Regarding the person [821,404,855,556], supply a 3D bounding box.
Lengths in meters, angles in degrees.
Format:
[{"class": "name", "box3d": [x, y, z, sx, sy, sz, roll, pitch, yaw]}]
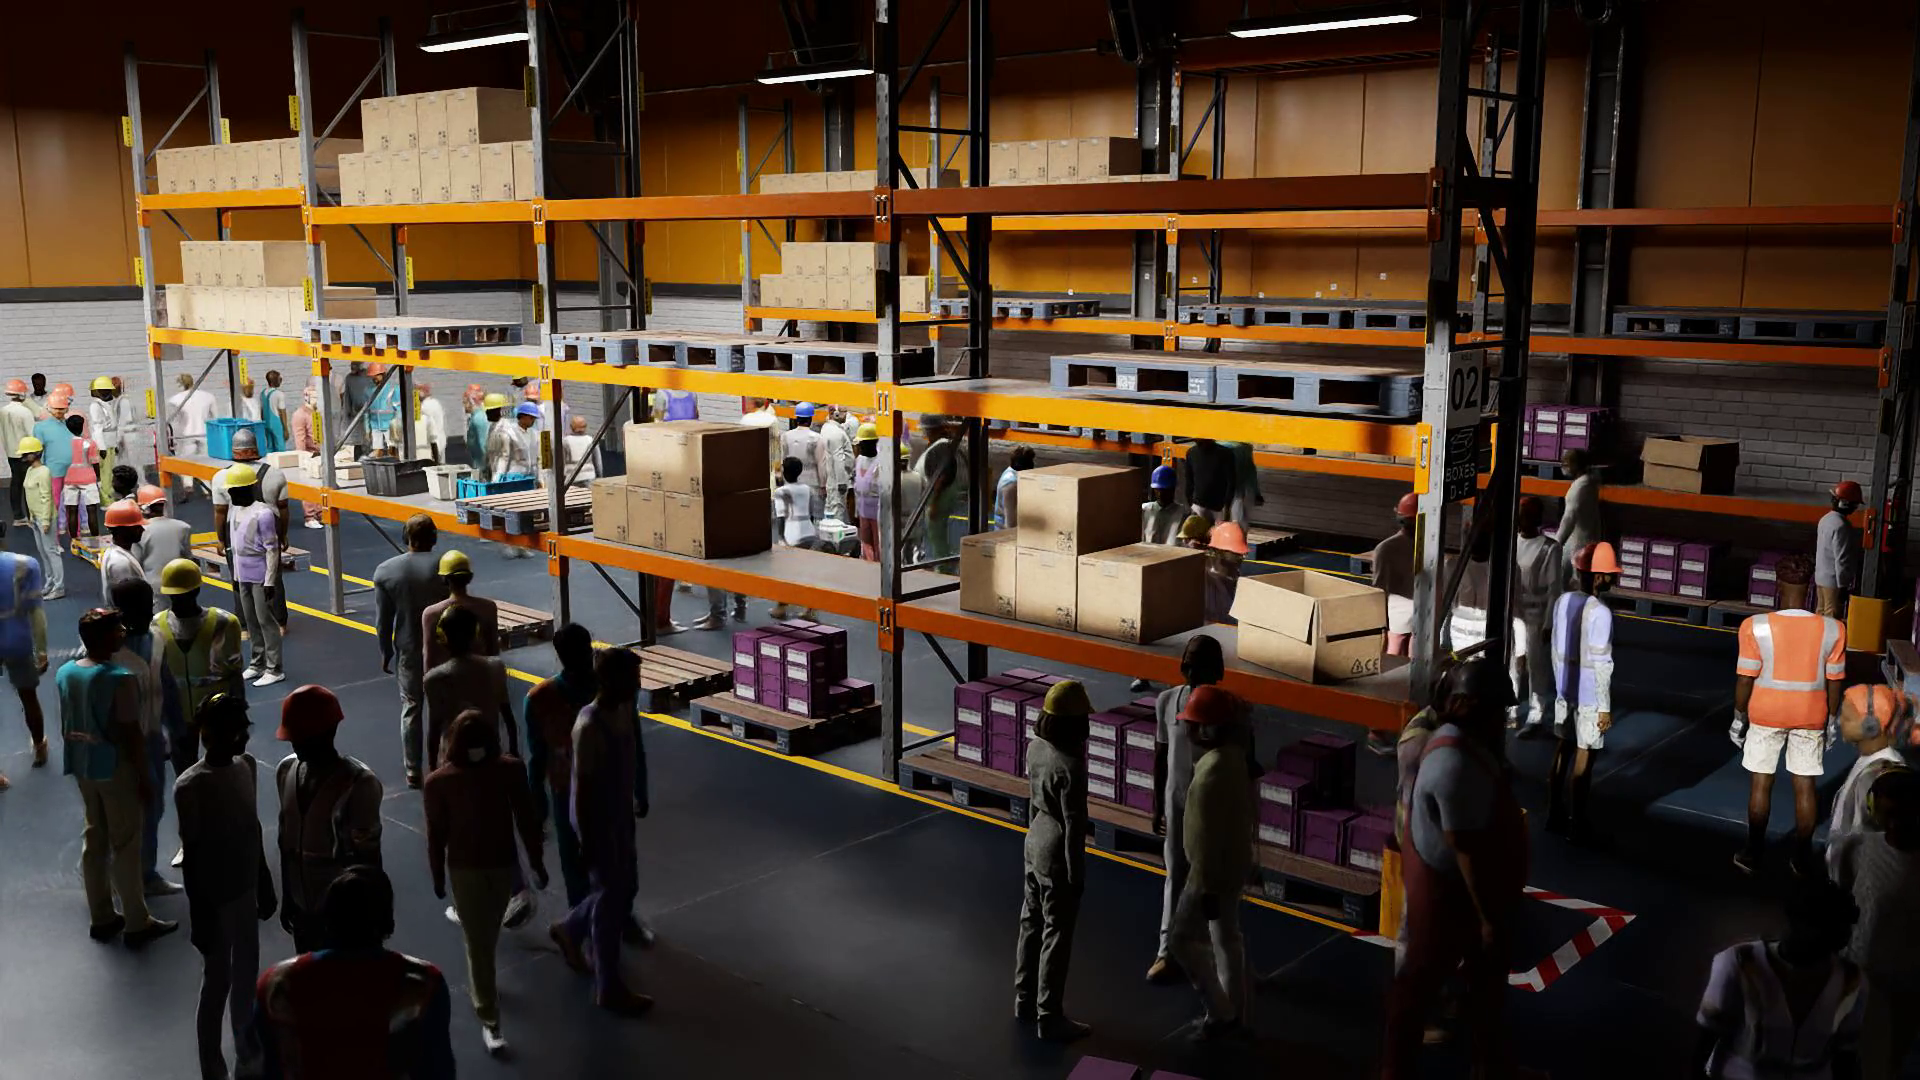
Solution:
[{"class": "person", "box3d": [-1.488, -0.761, 20.374, 0.407, 1.908, 0.641, -3, 10, -16]}]

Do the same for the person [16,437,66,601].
[{"class": "person", "box3d": [-9.843, -0.230, 17.792, 0.525, 1.760, 0.340, 10, 14, 44]}]

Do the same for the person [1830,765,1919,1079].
[{"class": "person", "box3d": [3.664, 1.746, 6.512, 0.547, 1.820, 0.953, 4, 11, 21]}]

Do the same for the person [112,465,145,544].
[{"class": "person", "box3d": [-7.957, 0.122, 15.972, 0.317, 1.696, 0.538, -4, 11, -22]}]

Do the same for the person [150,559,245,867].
[{"class": "person", "box3d": [-4.647, 1.050, 10.119, 0.582, 1.919, 0.392, -2, 10, -10]}]

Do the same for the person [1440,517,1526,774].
[{"class": "person", "box3d": [3.722, 0.742, 11.967, 0.679, 1.877, 0.365, 6, 12, 30]}]

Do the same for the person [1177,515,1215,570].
[{"class": "person", "box3d": [1.776, 0.689, 12.574, 0.312, 1.768, 0.522, -2, 10, -12]}]

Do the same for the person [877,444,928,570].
[{"class": "person", "box3d": [-0.594, -0.077, 16.769, 0.593, 1.824, 0.414, -8, 13, -37]}]

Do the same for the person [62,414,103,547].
[{"class": "person", "box3d": [-10.947, -0.714, 20.704, 0.532, 1.696, 0.319, -1, 10, -4]}]

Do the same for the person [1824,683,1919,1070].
[{"class": "person", "box3d": [4.117, 1.559, 7.393, 0.787, 1.862, 0.591, 5, 11, 27]}]

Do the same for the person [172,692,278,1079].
[{"class": "person", "box3d": [-3.211, 1.571, 7.325, 0.326, 1.863, 0.509, 2, 10, 12]}]

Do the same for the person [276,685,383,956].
[{"class": "person", "box3d": [-2.745, 1.557, 7.214, 0.543, 1.929, 0.385, 5, 11, 24]}]

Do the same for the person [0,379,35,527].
[{"class": "person", "box3d": [-12.630, -1.167, 22.412, 0.622, 1.997, 0.371, 4, 11, 23]}]

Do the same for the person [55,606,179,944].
[{"class": "person", "box3d": [-4.622, 1.276, 9.021, 0.563, 1.847, 0.389, 5, 11, 24]}]

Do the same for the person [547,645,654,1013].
[{"class": "person", "box3d": [-1.842, 1.416, 8.338, 0.650, 1.815, 0.580, 2, 10, 12]}]

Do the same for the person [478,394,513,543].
[{"class": "person", "box3d": [-5.983, -0.915, 21.283, 0.751, 1.894, 0.618, -6, 12, -33]}]

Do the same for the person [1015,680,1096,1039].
[{"class": "person", "box3d": [0.476, 1.518, 7.981, 0.339, 1.737, 0.484, -5, 11, -25]}]

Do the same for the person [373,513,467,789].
[{"class": "person", "box3d": [-3.730, 0.776, 11.613, 0.634, 1.930, 0.357, -2, 10, -10]}]

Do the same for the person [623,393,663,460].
[{"class": "person", "box3d": [-4.016, -0.946, 21.439, 0.596, 1.898, 0.808, -1, 10, -3]}]

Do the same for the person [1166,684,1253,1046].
[{"class": "person", "box3d": [1.187, 1.539, 7.847, 0.413, 1.737, 0.565, 5, 11, 27]}]

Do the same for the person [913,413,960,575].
[{"class": "person", "box3d": [-0.277, -0.482, 18.416, 0.542, 2.000, 0.708, 0, 10, 0]}]

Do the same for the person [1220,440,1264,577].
[{"class": "person", "box3d": [3.155, -0.504, 18.908, 0.535, 1.913, 0.622, 6, 12, 30]}]

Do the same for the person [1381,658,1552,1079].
[{"class": "person", "box3d": [2.252, 1.504, 7.185, 0.850, 2.000, 0.787, 4, 11, 21]}]

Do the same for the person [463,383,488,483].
[{"class": "person", "box3d": [-7.203, -1.501, 25.029, 0.586, 1.735, 0.441, 3, 11, 18]}]

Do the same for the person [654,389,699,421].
[{"class": "person", "box3d": [-4.258, -1.682, 25.200, 0.709, 2.000, 0.537, -6, 12, -30]}]

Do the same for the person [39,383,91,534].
[{"class": "person", "box3d": [-11.724, -1.071, 21.873, 0.625, 1.992, 0.388, -1, 10, -8]}]

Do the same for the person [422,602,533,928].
[{"class": "person", "box3d": [-2.631, 1.268, 9.104, 0.573, 1.843, 0.635, -10, 14, -44]}]

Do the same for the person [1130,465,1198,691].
[{"class": "person", "box3d": [1.714, 0.330, 14.083, 0.602, 1.949, 0.388, 3, 10, 16]}]

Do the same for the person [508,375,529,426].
[{"class": "person", "box3d": [-7.378, -2.029, 28.042, 0.493, 1.731, 0.321, 0, 10, 2]}]

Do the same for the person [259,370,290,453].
[{"class": "person", "box3d": [-10.707, -1.730, 26.027, 0.506, 1.846, 0.351, 5, 11, 27]}]

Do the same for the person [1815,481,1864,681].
[{"class": "person", "box3d": [7.678, 0.342, 14.570, 0.326, 1.751, 0.559, 2, 10, 11]}]

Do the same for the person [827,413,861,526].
[{"class": "person", "box3d": [-1.557, -1.007, 21.615, 0.603, 1.959, 0.375, 9, 14, 43]}]

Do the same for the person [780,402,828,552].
[{"class": "person", "box3d": [-1.836, -0.665, 19.714, 0.602, 1.948, 0.385, 5, 11, 24]}]

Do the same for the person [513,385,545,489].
[{"class": "person", "box3d": [-6.302, -1.417, 24.548, 0.563, 1.743, 0.350, -4, 11, -20]}]

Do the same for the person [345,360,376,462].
[{"class": "person", "box3d": [-10.543, -2.338, 29.499, 0.661, 1.852, 0.844, 4, 11, 21]}]

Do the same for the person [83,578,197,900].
[{"class": "person", "box3d": [-4.736, 1.150, 9.595, 0.449, 1.898, 0.598, 1, 10, 6]}]

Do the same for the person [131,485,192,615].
[{"class": "person", "box3d": [-6.890, 0.390, 14.331, 0.350, 1.742, 0.569, 7, 12, 36]}]
